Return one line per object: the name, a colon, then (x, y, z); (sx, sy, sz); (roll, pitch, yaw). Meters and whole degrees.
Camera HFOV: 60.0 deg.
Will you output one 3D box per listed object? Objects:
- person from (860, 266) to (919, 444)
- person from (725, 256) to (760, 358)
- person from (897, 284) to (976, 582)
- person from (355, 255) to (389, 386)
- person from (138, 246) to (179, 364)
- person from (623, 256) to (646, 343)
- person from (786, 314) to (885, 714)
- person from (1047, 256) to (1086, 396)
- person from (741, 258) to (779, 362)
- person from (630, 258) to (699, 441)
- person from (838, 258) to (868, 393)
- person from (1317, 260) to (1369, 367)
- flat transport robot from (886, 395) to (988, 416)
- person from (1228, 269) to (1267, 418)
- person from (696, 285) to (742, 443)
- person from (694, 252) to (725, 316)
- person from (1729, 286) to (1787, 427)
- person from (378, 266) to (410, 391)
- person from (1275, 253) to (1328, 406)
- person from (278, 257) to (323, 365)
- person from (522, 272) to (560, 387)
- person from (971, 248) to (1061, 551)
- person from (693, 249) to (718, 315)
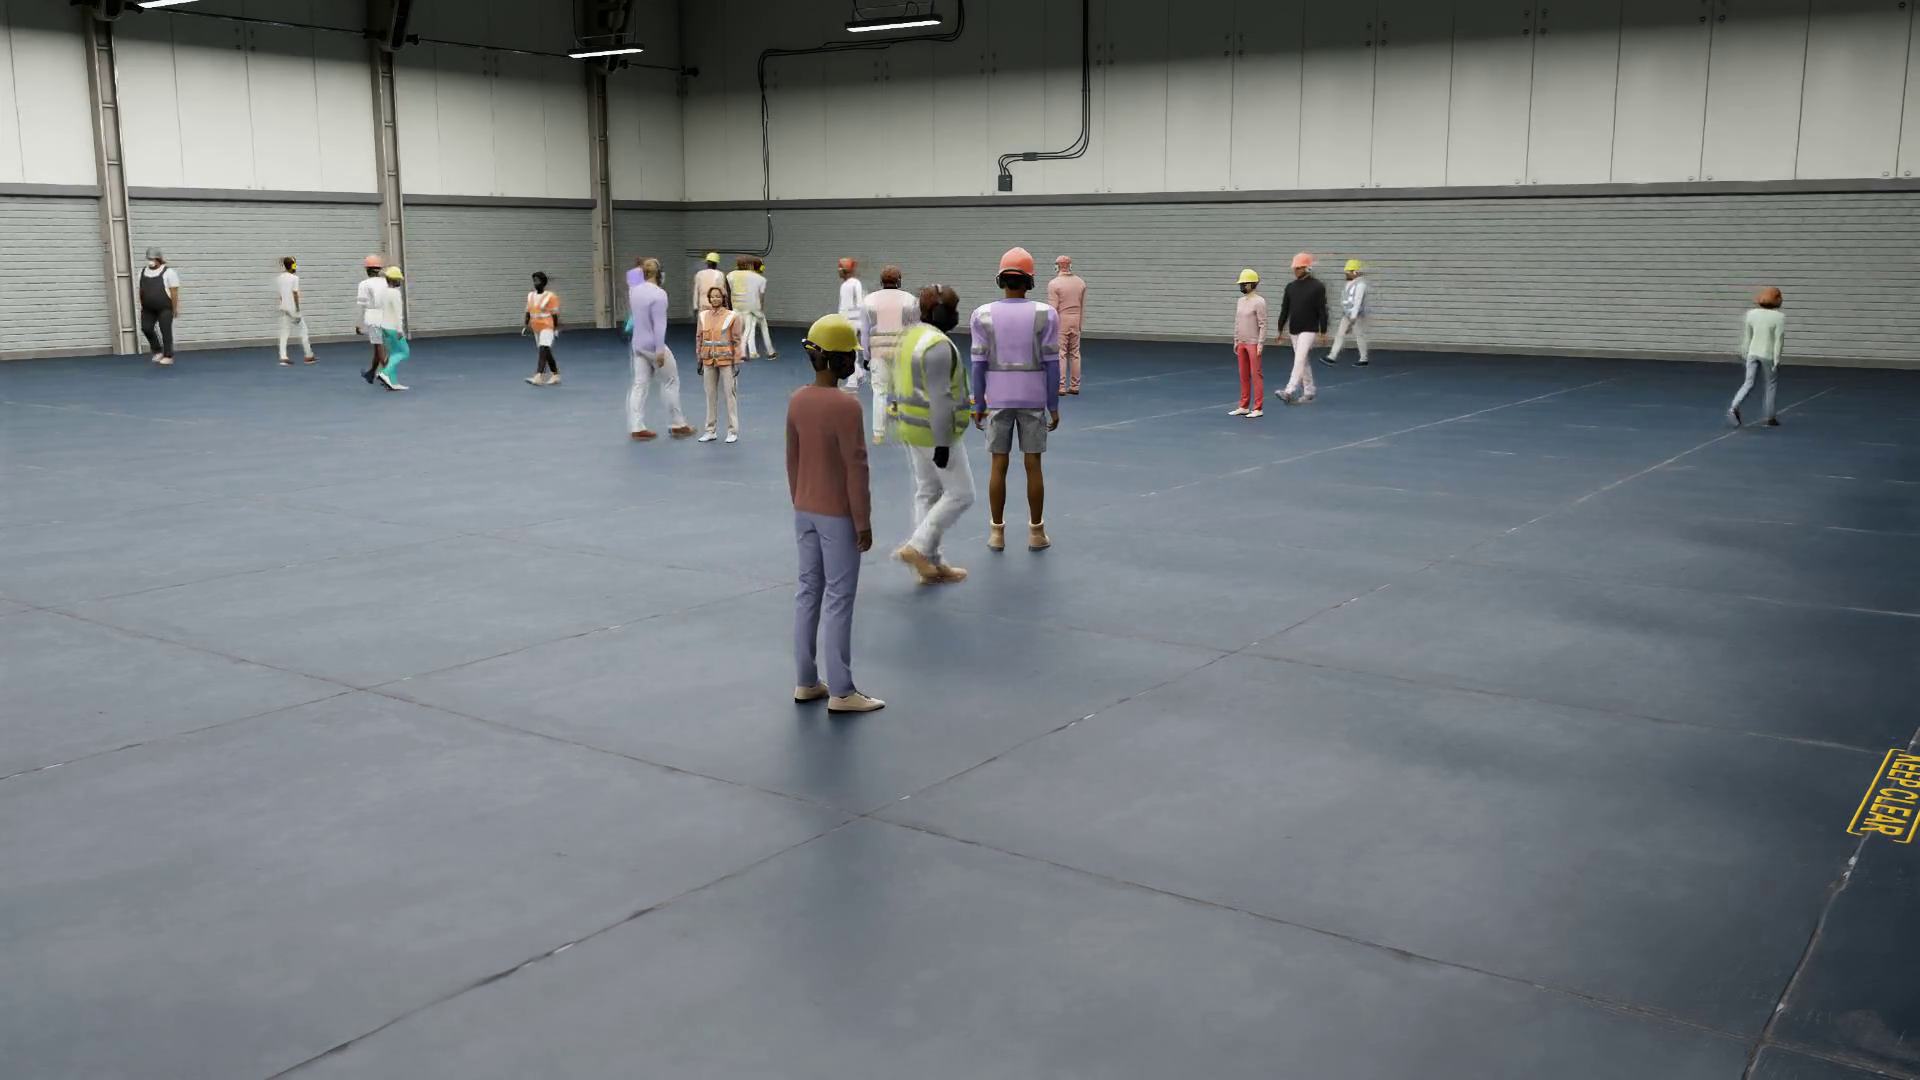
person: (-0.708, -1.902, 17.205); (0.627, 1.844, 0.429); (0, 10, 2)
person: (-3.907, -4.204, 30.095); (0.625, 1.844, 0.429); (2, 10, 11)
person: (-0.142, -0.627, 10.090); (0.442, 1.829, 0.652); (-3, 11, -17)
person: (-8.569, -3.191, 24.275); (0.957, 1.888, 0.569); (8, 13, 37)
person: (-13.785, -4.032, 28.574); (0.696, 2.000, 0.538); (0, 10, 2)
person: (-6.711, -4.989, 34.574); (0.593, 1.813, 0.785); (4, 11, 21)
person: (-0.563, -0.114, 7.397); (0.310, 1.768, 0.533); (-8, 13, -39)
person: (1.416, -2.924, 22.760); (0.637, 1.904, 0.403); (-8, 13, -38)
person: (-3.594, -4.054, 29.351); (0.512, 1.814, 1.007); (5, 11, 27)
person: (-3.173, -2.015, 17.636); (0.873, 1.904, 0.652); (-9, 13, -40)
person: (-1.546, -2.950, 22.984); (0.411, 1.871, 0.612); (3, 10, 14)
person: (6.470, -3.768, 27.785); (0.905, 1.784, 0.627); (-2, 10, -11)
flat transport robot: (-0.154, -1.622, 20.031); (1.431, 0.197, 0.652); (-2, 10, -12)
person: (3.449, -2.346, 19.901); (0.329, 1.767, 0.528); (-5, 11, -26)
person: (-2.521, -1.838, 17.393); (0.521, 1.645, 0.307); (4, 11, 19)
person: (-4.582, -4.305, 30.483); (0.708, 1.900, 0.463); (4, 11, 21)
person: (9.045, -2.068, 18.814); (0.751, 1.610, 0.508); (-6, 12, -31)
person: (-7.987, -2.968, 23.414); (0.441, 1.743, 0.540); (-9, 14, -41)
person: (4.316, -2.697, 21.372); (1.022, 1.937, 0.634); (-8, 13, -38)
person: (-11.443, -3.944, 28.654); (0.545, 1.829, 0.908); (5, 11, 27)
person: (-6.106, -3.059, 24.167); (0.535, 1.650, 0.875); (6, 12, 30)
person: (0.376, -0.936, 11.227); (0.606, 2.044, 0.373); (1, 10, 6)
person: (-5.931, -5.824, 38.907); (0.629, 1.936, 0.372); (2, 10, 14)
